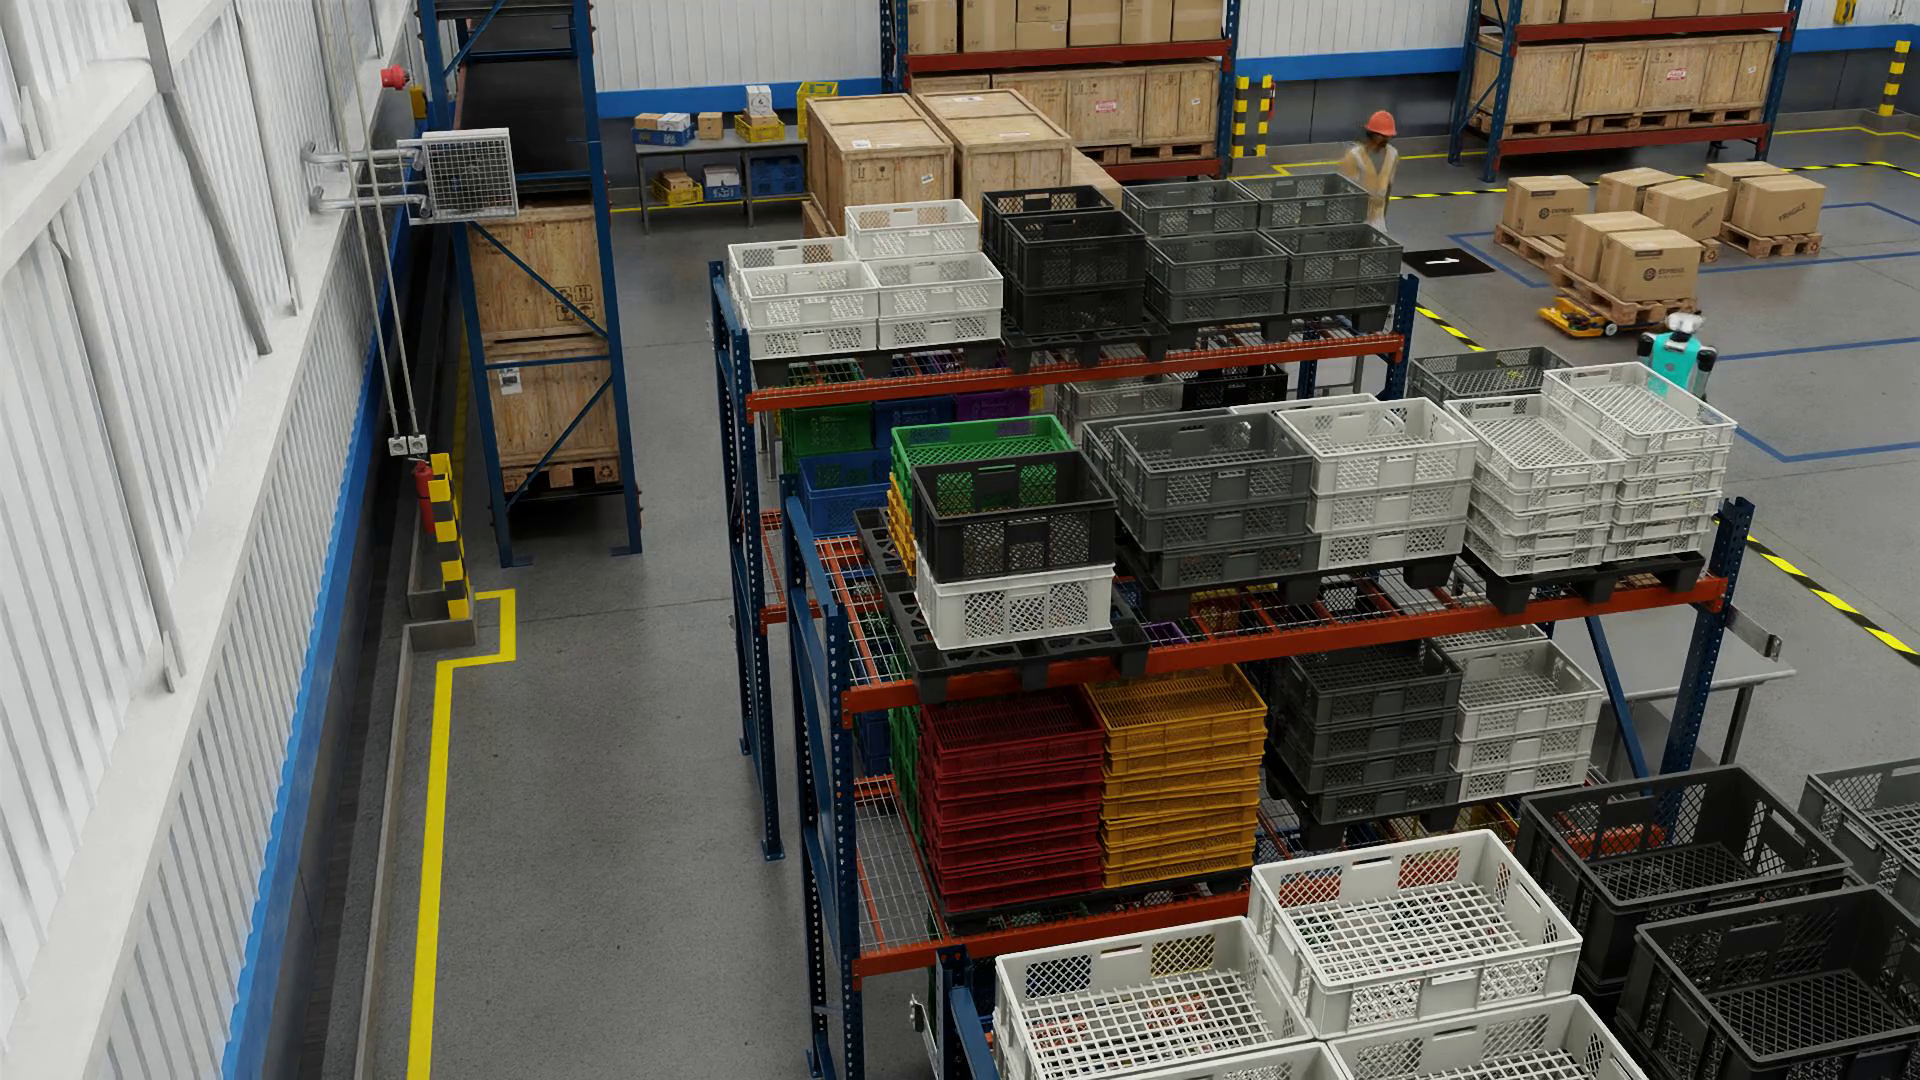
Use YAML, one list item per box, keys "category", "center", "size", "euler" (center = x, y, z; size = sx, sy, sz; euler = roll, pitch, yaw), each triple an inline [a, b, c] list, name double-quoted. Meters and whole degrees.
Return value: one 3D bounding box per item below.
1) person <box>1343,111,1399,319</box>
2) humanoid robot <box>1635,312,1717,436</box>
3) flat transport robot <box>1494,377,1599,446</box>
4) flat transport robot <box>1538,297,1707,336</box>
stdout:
- category: "person"
  center: [3.994, -3.125, 16.122]
  size: [0.611, 2.004, 0.943]
  euler: [-8, 29, -15]
- category: "humanoid robot"
  center: [5.151, -0.875, 12.135]
  size: [0.545, 1.769, 0.899]
  euler: [18, 33, 30]
- category: "flat transport robot"
  center: [4.780, -1.036, 14.013]
  size: [0.659, 0.231, 1.431]
  euler: [-6, 28, -12]
- category: "flat transport robot"
  center: [6.485, -2.243, 16.272]
  size: [1.431, 0.197, 0.652]
  euler: [-6, 28, -12]
